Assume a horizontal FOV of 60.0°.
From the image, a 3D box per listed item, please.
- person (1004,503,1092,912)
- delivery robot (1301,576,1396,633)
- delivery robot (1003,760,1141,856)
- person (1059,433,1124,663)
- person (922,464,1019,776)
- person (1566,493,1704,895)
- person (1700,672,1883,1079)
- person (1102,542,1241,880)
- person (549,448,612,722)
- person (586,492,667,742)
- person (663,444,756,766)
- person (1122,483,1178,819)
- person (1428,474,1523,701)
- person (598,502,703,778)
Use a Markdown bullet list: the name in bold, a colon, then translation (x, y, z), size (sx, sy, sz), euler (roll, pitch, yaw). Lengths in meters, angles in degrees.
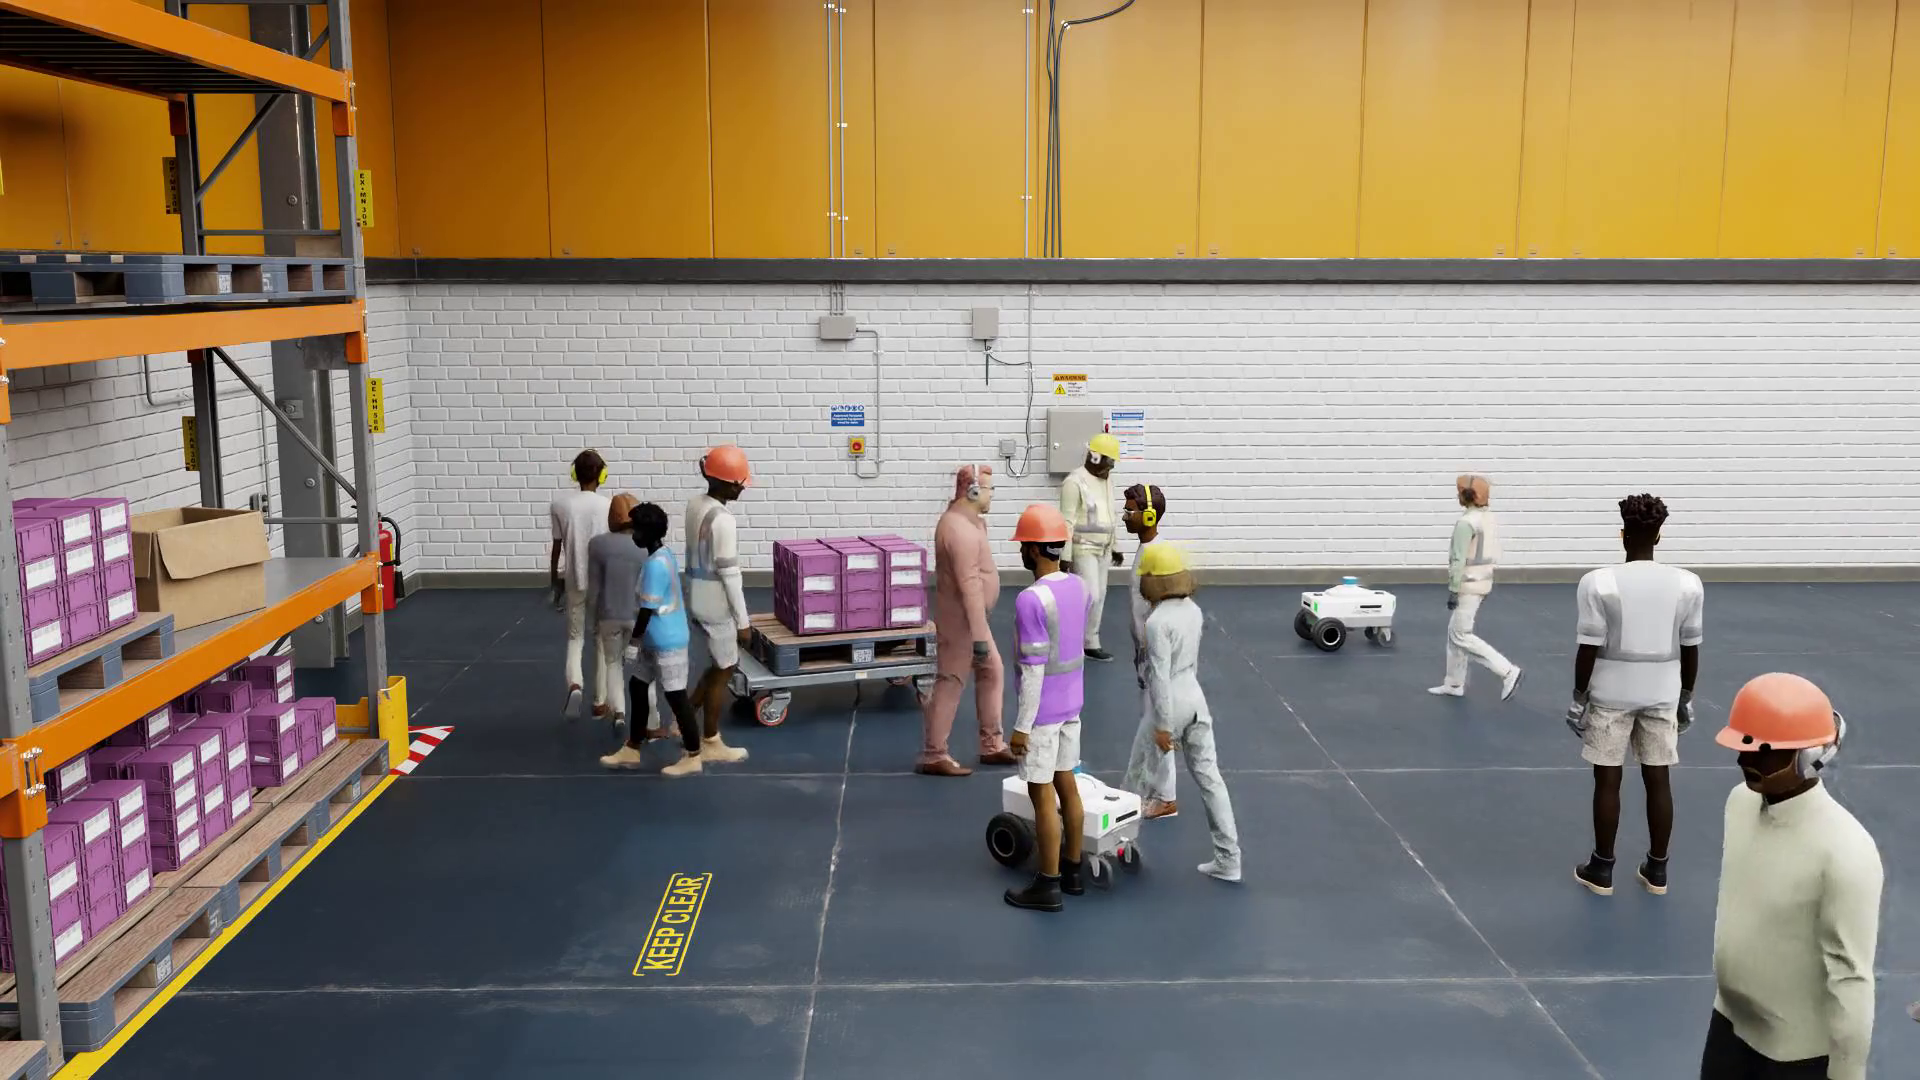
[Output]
- **person**: translation (0.391, 0.790, 7.901), size (0.374, 1.935, 0.552), euler (6, 11, 32)
- **delivery robot**: translation (3.130, 0.536, 13.392), size (0.707, 0.478, 0.477), euler (-1, 9, -8)
- **delivery robot**: translation (0.561, 1.350, 8.407), size (0.707, 0.478, 0.477), euler (8, 12, 41)
- **person**: translation (0.977, 0.065, 12.758), size (0.508, 1.799, 0.630), euler (6, 11, 33)
- **person**: translation (0.132, 0.487, 9.941), size (0.807, 1.870, 0.685), euler (0, 9, -2)
- **person**: translation (3.257, 0.749, 8.061), size (0.614, 1.963, 0.362), euler (0, 9, 1)
- **person**: translation (2.343, 1.317, 4.583), size (0.761, 1.970, 0.624), euler (-1, 9, -5)
- **person**: translation (1.032, 0.842, 8.349), size (0.945, 1.677, 0.518), euler (7, 12, 38)
- **person**: translation (-2.482, 0.321, 11.056), size (0.528, 1.847, 0.604), euler (-1, 9, -4)
- **person**: translation (-2.107, 0.508, 10.571), size (0.559, 1.625, 0.403), euler (1, 9, 7)
- **person**: translation (-1.464, 0.411, 10.004), size (0.447, 2.005, 0.643), euler (-5, 10, -27)
- **person**: translation (1.053, 0.611, 9.247), size (0.333, 1.860, 0.509), euler (0, 9, 0)
- **person**: translation (3.614, 0.345, 11.601), size (0.597, 1.617, 0.515), euler (6, 11, 31)
- **person**: translation (-1.881, 0.608, 9.856), size (0.738, 1.664, 0.533), euler (-2, 9, -11)
